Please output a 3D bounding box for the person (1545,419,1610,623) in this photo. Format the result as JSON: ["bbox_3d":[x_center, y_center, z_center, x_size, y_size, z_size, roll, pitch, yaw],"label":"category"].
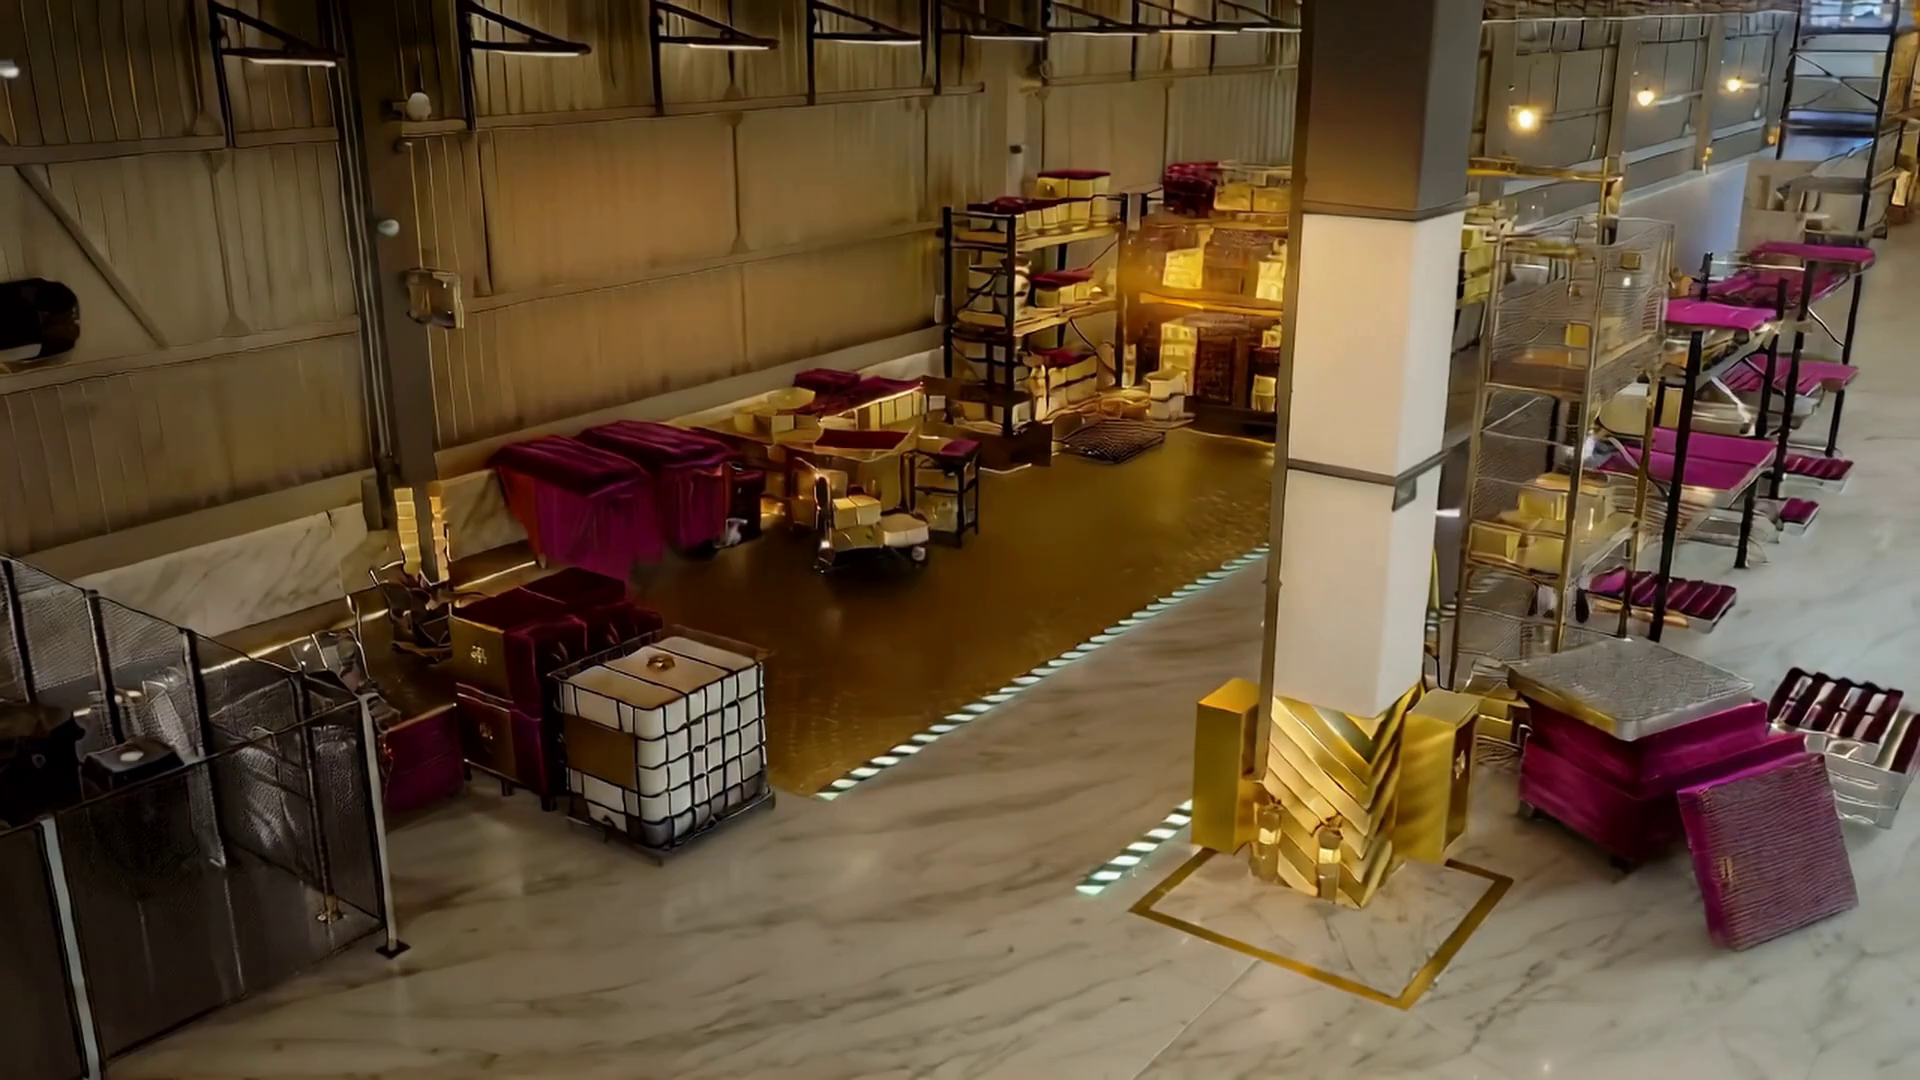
[{"bbox_3d":[5.845,-0.185,15.708,0.418,1.921,0.609,-14,23,-36],"label":"person"}]

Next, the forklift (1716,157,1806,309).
[{"bbox_3d":[15.143,-5.756,31.236,1.129,2.768,1.873,13,22,34],"label":"forklift"}]
